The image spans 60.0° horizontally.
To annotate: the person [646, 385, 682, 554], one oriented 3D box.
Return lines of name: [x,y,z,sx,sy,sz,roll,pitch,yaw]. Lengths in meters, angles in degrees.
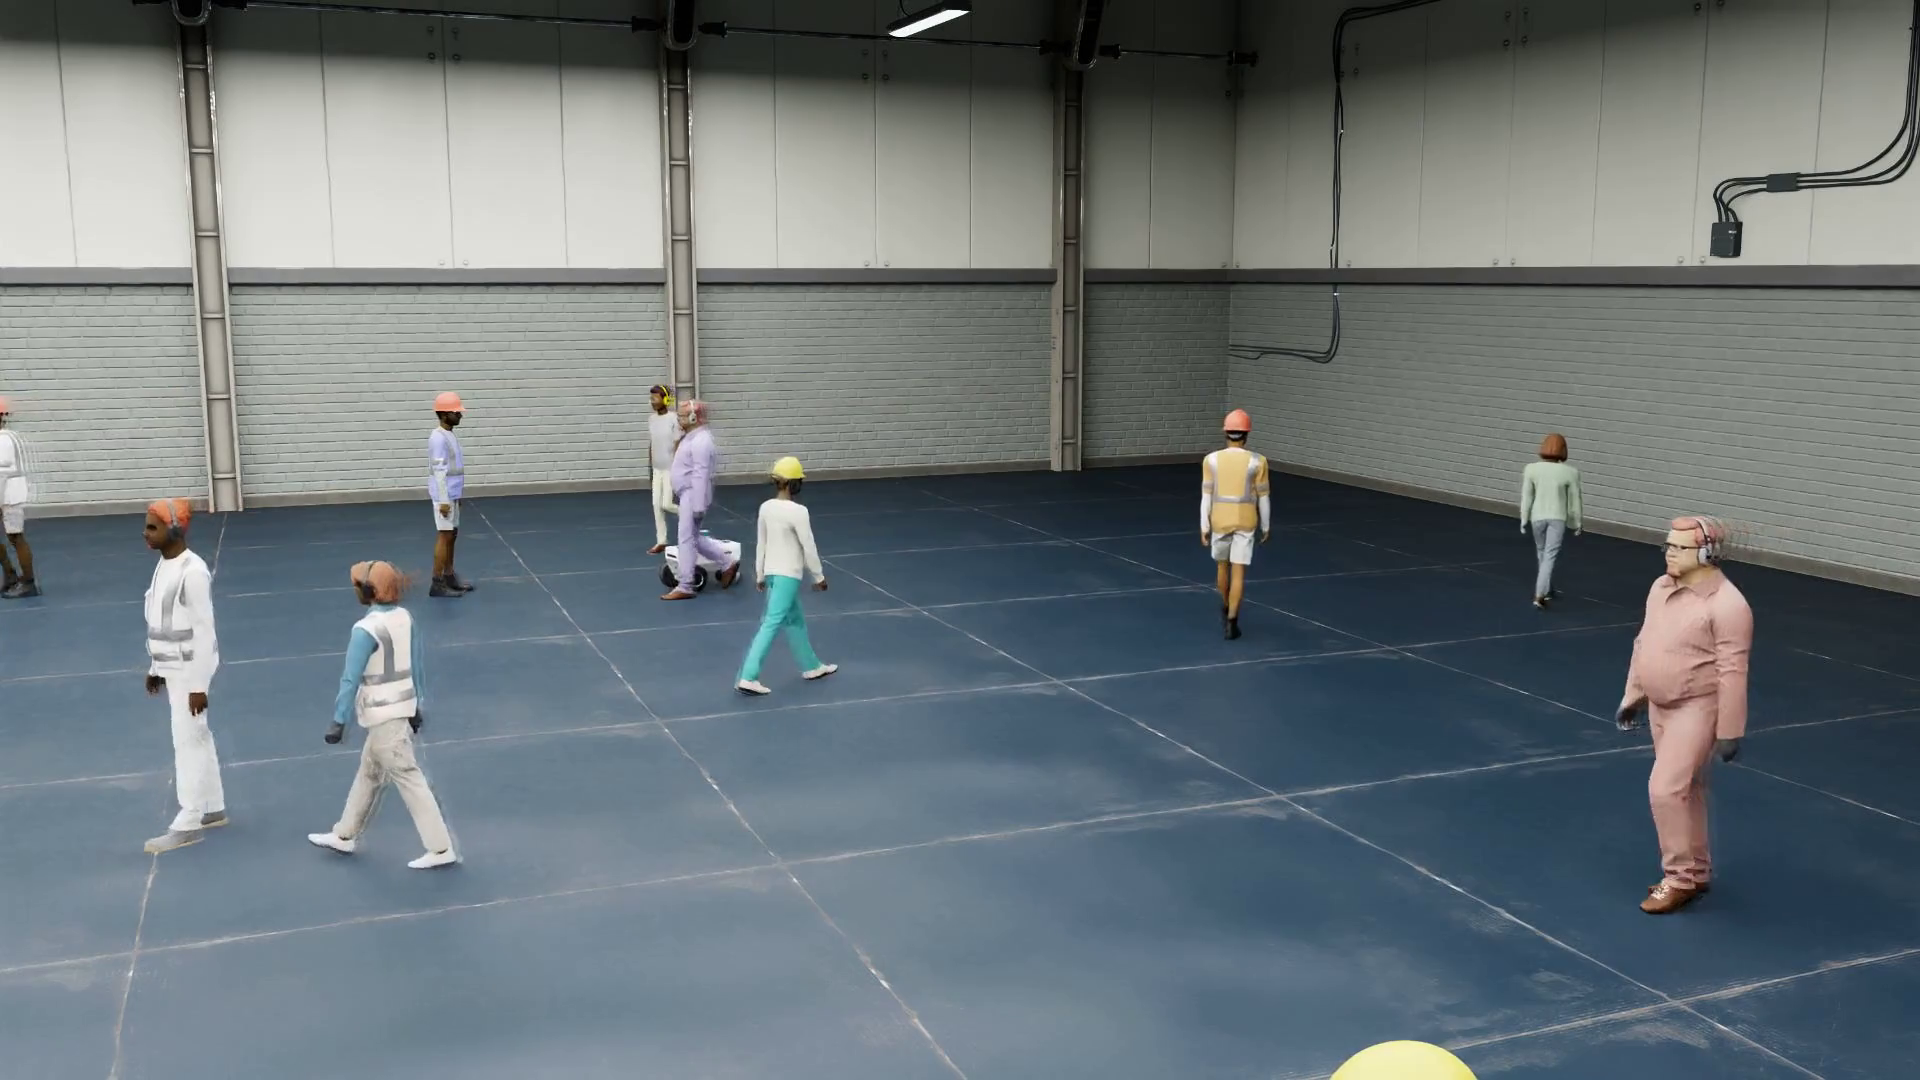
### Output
person: [-3.196,-0.776,18.184,0.540,1.851,0.533,6,11,35]

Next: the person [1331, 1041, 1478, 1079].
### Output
person: [0.628,1.676,2.546,0.371,1.925,0.595,0,9,-3]

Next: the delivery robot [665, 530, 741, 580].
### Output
delivery robot: [-2.488,0.148,16.145,0.707,0.478,0.477,-7,12,-39]

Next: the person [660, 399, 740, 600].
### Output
person: [-2.456,-0.380,15.560,0.687,1.889,0.658,-2,9,-13]

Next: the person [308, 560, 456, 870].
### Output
person: [-2.975,0.895,8.496,0.865,1.593,0.514,1,9,4]

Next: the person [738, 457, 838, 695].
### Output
person: [-1.286,0.250,12.173,0.950,1.716,0.524,-7,11,-38]

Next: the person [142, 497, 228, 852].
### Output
person: [-4.171,0.697,8.879,0.392,1.883,0.577,-7,11,-37]

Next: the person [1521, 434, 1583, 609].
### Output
person: [5.419,-0.179,15.259,0.518,1.588,0.866,6,11,34]

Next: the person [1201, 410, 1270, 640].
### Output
person: [2.354,-0.151,14.122,0.559,1.894,0.948,3,10,21]

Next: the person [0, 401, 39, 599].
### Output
person: [-8.970,-0.387,15.549,0.544,1.918,0.564,-7,11,-38]

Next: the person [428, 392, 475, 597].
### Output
person: [-4.857,-0.423,15.757,0.440,1.944,0.552,-1,9,-5]

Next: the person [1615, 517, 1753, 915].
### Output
person: [3.419,0.826,7.984,0.652,1.890,0.640,-1,9,-8]
